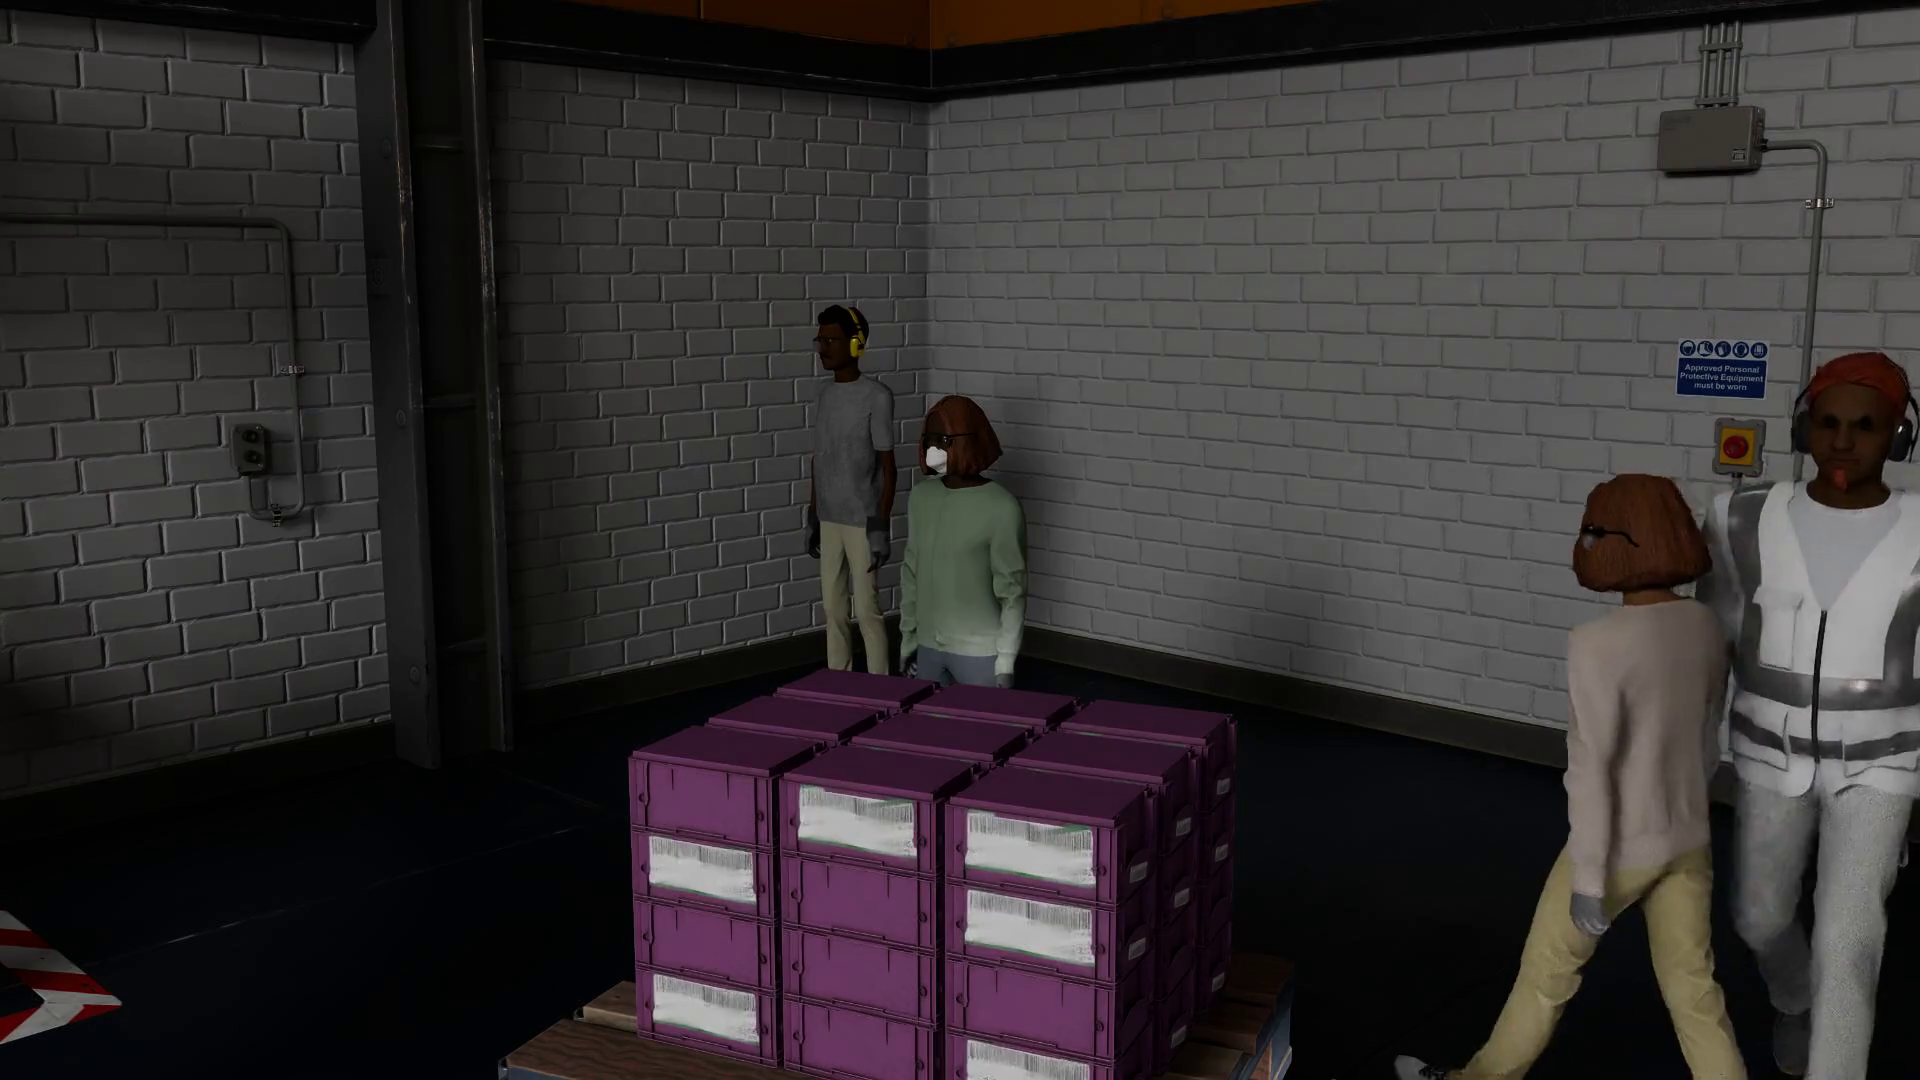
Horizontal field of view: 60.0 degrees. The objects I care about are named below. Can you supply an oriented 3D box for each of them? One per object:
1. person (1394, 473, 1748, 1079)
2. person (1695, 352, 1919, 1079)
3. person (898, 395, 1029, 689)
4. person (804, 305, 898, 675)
[{"bbox_3d":[1.413,0.646,3.620,0.509,1.586,0.839,-5,11,-29],"label":"person"},{"bbox_3d":[1.969,0.497,3.760,0.584,1.860,0.816,7,12,37],"label":"person"},{"bbox_3d":[-0.006,0.360,5.249,0.504,1.633,0.279,9,13,43],"label":"person"},{"bbox_3d":[-0.493,-0.071,7.169,0.526,1.871,0.324,9,13,43],"label":"person"}]
